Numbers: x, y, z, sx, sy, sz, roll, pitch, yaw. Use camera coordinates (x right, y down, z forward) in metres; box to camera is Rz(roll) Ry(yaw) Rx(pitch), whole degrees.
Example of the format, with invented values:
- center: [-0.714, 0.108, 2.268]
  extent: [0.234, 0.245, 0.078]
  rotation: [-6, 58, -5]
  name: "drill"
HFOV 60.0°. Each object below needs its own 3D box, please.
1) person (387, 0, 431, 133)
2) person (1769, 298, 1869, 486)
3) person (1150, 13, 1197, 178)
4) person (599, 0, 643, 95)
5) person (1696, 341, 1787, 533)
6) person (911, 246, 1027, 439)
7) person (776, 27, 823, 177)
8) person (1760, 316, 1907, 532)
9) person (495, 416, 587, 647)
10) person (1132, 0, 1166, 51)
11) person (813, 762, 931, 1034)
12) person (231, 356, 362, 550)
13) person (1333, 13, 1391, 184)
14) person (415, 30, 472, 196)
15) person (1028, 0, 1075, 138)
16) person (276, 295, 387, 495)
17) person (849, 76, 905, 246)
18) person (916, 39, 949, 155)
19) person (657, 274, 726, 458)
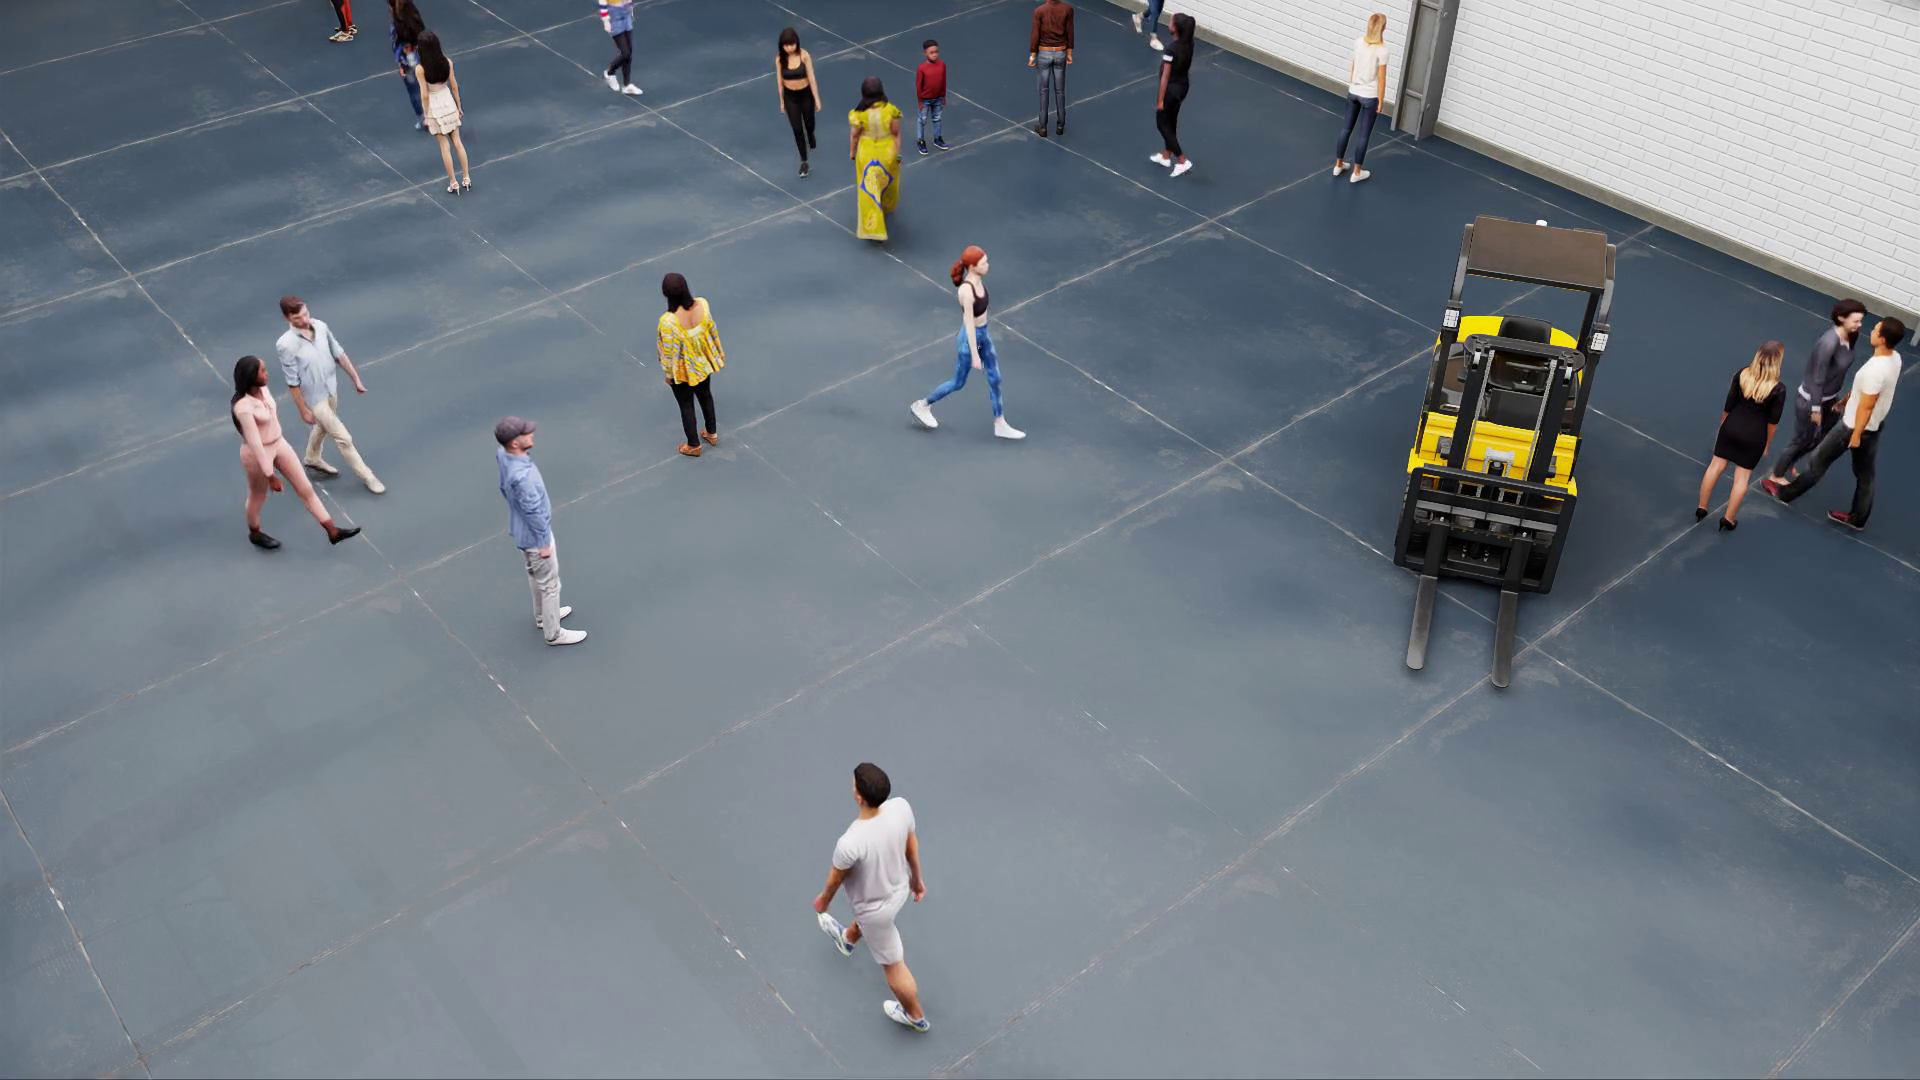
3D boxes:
- center: [-5.968, -5.246, 18.329]
  extent: [0.820, 1.606, 0.737]
  rotation: [22, 44, 25]
  name: "person"
- center: [6.677, -1.155, 13.086]
  extent: [0.627, 1.756, 0.665]
  rotation: [29, 47, 31]
  name: "person"
- center: [2.284, -4.703, 17.548]
  extent: [0.894, 1.731, 0.712]
  rotation: [27, 46, 29]
  name: "person"
- center: [-3.997, -6.007, 19.124]
  extent: [0.832, 1.803, 0.789]
  rotation: [19, 42, 22]
  name: "person"
- center: [5.975, -0.793, 12.696]
  extent: [0.421, 1.677, 0.623]
  rotation: [32, 48, 33]
  name: "person"
- center: [0.018, -1.587, 13.642]
  extent: [1.264, 1.748, 1.026]
  rotation: [11, 40, 14]
  name: "person"
- center: [-1.699, -4.708, 17.648]
  extent: [0.911, 1.615, 0.998]
  rotation: [-3, 39, -3]
  name: "person"
- center: [6.970, -0.837, 12.688]
  extent: [1.046, 1.767, 0.666]
  rotation: [32, 48, 33]
  name: "person"
- center: [-2.984, -0.075, 11.628]
  extent: [0.752, 1.888, 0.554]
  rotation: [-20, 43, -23]
  name: "person"
- center: [2.340, -6.782, 20.368]
  extent: [0.577, 1.461, 0.840]
  rotation: [-29, 47, -31]
  name: "person"
- center: [-0.369, 2.009, 9.088]
  extent: [1.246, 1.801, 0.835]
  rotation: [26, 46, 29]
  name: "person"
- center: [-5.276, -0.602, 12.462]
  extent: [1.219, 1.670, 1.132]
  rotation: [6, 39, 7]
  name: "person"
- center: [4.216, -4.629, 17.394]
  extent: [0.643, 1.810, 0.426]
  rotation: [-28, 46, -30]
  name: "person"
- center: [-5.344, -4.404, 17.172]
  extent: [0.578, 1.734, 0.518]
  rotation: [-29, 47, -31]
  name: "person"
- center: [1.010, -5.315, 18.277]
  extent: [0.723, 1.778, 0.692]
  rotation: [-8, 39, -9]
  name: "person"
- center: [-5.098, -1.158, 13.042]
  extent: [1.184, 1.815, 1.034]
  rotation: [7, 39, 8]
  name: "person"
- center: [-0.798, -3.698, 16.402]
  extent: [1.145, 1.602, 1.425]
  rotation: [-9, 40, -12]
  name: "person"
- center: [-0.323, -4.845, 18.110]
  extent: [0.541, 1.253, 0.548]
  rotation: [-17, 42, -20]
  name: "person"
- center: [-2.195, -1.416, 13.499]
  extent: [0.794, 1.648, 0.759]
  rotation: [28, 46, 30]
  name: "person"
